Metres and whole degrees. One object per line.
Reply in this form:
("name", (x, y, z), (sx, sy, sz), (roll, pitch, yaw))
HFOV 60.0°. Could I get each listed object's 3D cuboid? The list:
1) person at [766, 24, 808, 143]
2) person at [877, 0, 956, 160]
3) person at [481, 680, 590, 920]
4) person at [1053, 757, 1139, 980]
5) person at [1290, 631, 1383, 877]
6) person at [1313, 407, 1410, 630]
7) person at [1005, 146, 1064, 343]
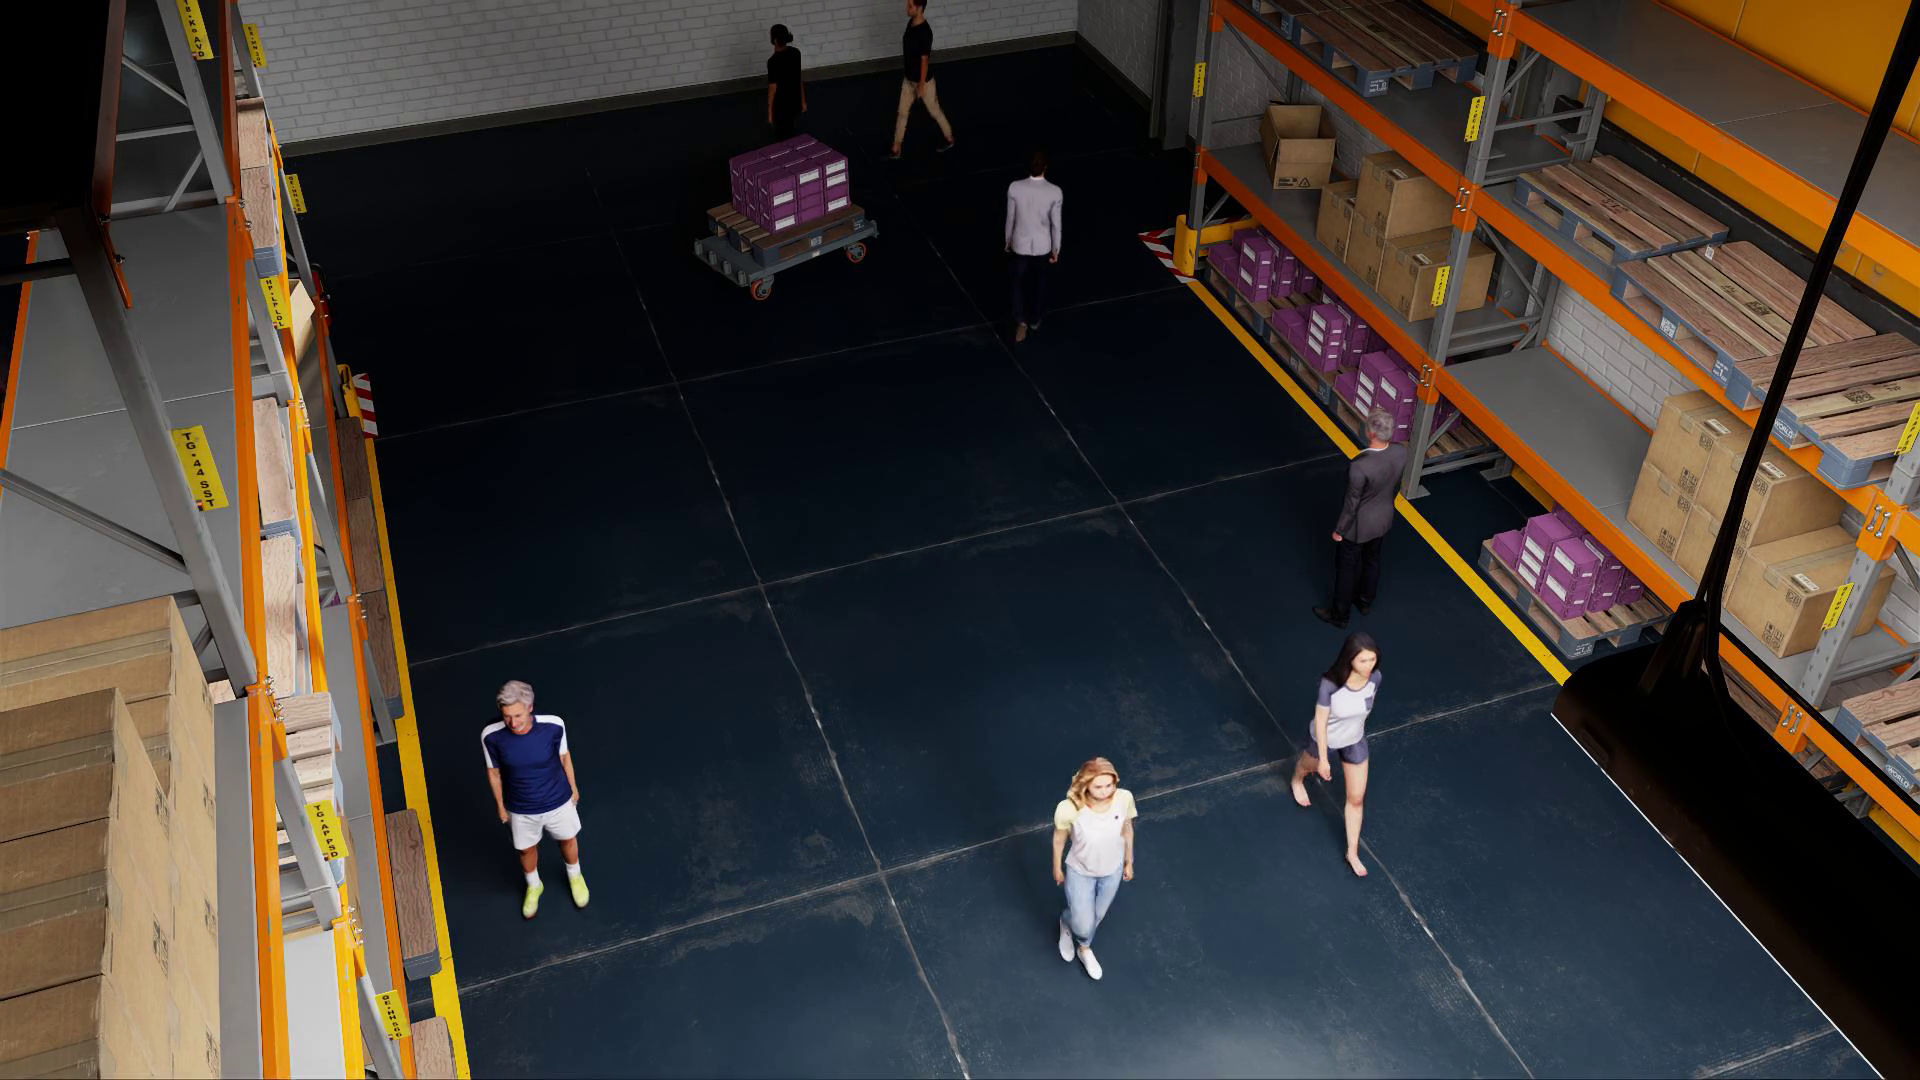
("person", (-1.753, -4.511, 17.417), (1.209, 1.737, 1.088), (20, 43, 23))
("person", (-0.355, -4.981, 17.947), (0.847, 1.810, 1.133), (-18, 42, -22))
("person", (-2.495, 1.502, 9.809), (0.647, 1.836, 0.546), (-10, 40, -12))
("person", (0.727, 1.814, 9.515), (0.622, 1.714, 0.640), (-14, 41, -17))
("person", (2.303, 1.191, 10.346), (0.674, 1.651, 1.144), (-9, 40, -12))
("person", (2.891, -0.161, 11.891), (0.774, 1.837, 0.703), (-24, 44, -27))
("person", (0.634, -2.623, 14.975), (0.915, 1.835, 1.104), (3, 39, 4))
